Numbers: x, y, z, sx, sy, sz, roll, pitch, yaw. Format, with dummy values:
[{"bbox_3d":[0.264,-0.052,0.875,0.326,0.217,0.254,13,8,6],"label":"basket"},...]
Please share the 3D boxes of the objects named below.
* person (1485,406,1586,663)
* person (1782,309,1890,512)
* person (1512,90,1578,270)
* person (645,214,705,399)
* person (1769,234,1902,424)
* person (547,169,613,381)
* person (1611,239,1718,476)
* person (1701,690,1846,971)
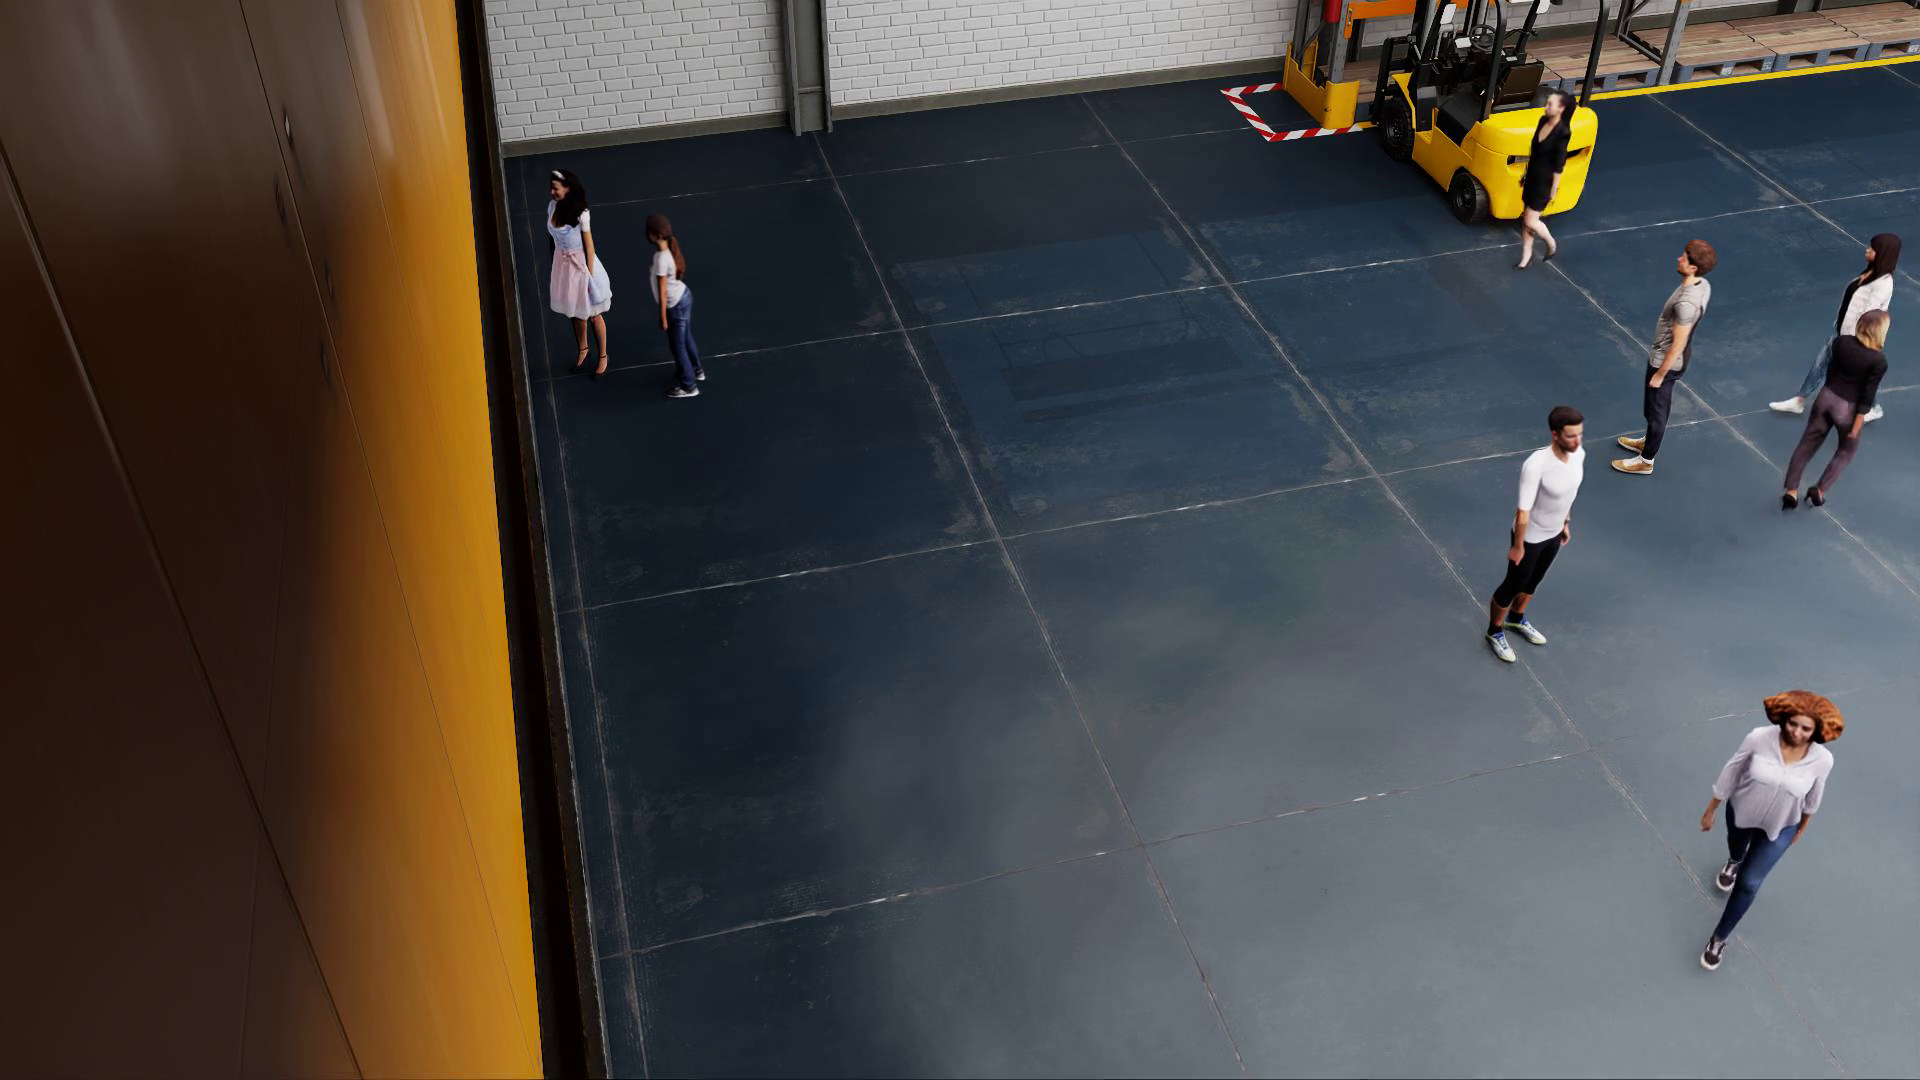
[{"bbox_3d":[3.708,-0.069,10.672,0.626,1.851,0.795,-23,44,-26],"label":"person"},{"bbox_3d":[6.175,-0.874,11.836,0.711,1.658,0.684,-21,43,-24],"label":"person"},{"bbox_3d":[5.201,-3.153,14.667,0.672,1.686,0.605,-8,39,-10],"label":"person"},{"bbox_3d":[-2.263,-1.874,13.168,0.618,1.558,0.610,3,39,4],"label":"person"},{"bbox_3d":[6.946,-1.566,12.741,1.129,1.609,0.868,4,39,5],"label":"person"},{"bbox_3d":[-3.055,-2.121,13.268,0.858,1.818,0.917,21,43,24],"label":"person"},{"bbox_3d":[5.212,-1.339,12.229,0.775,1.894,0.728,18,42,21],"label":"person"},{"bbox_3d":[4.339,1.419,8.958,1.093,1.665,1.227,25,45,28],"label":"person"}]
